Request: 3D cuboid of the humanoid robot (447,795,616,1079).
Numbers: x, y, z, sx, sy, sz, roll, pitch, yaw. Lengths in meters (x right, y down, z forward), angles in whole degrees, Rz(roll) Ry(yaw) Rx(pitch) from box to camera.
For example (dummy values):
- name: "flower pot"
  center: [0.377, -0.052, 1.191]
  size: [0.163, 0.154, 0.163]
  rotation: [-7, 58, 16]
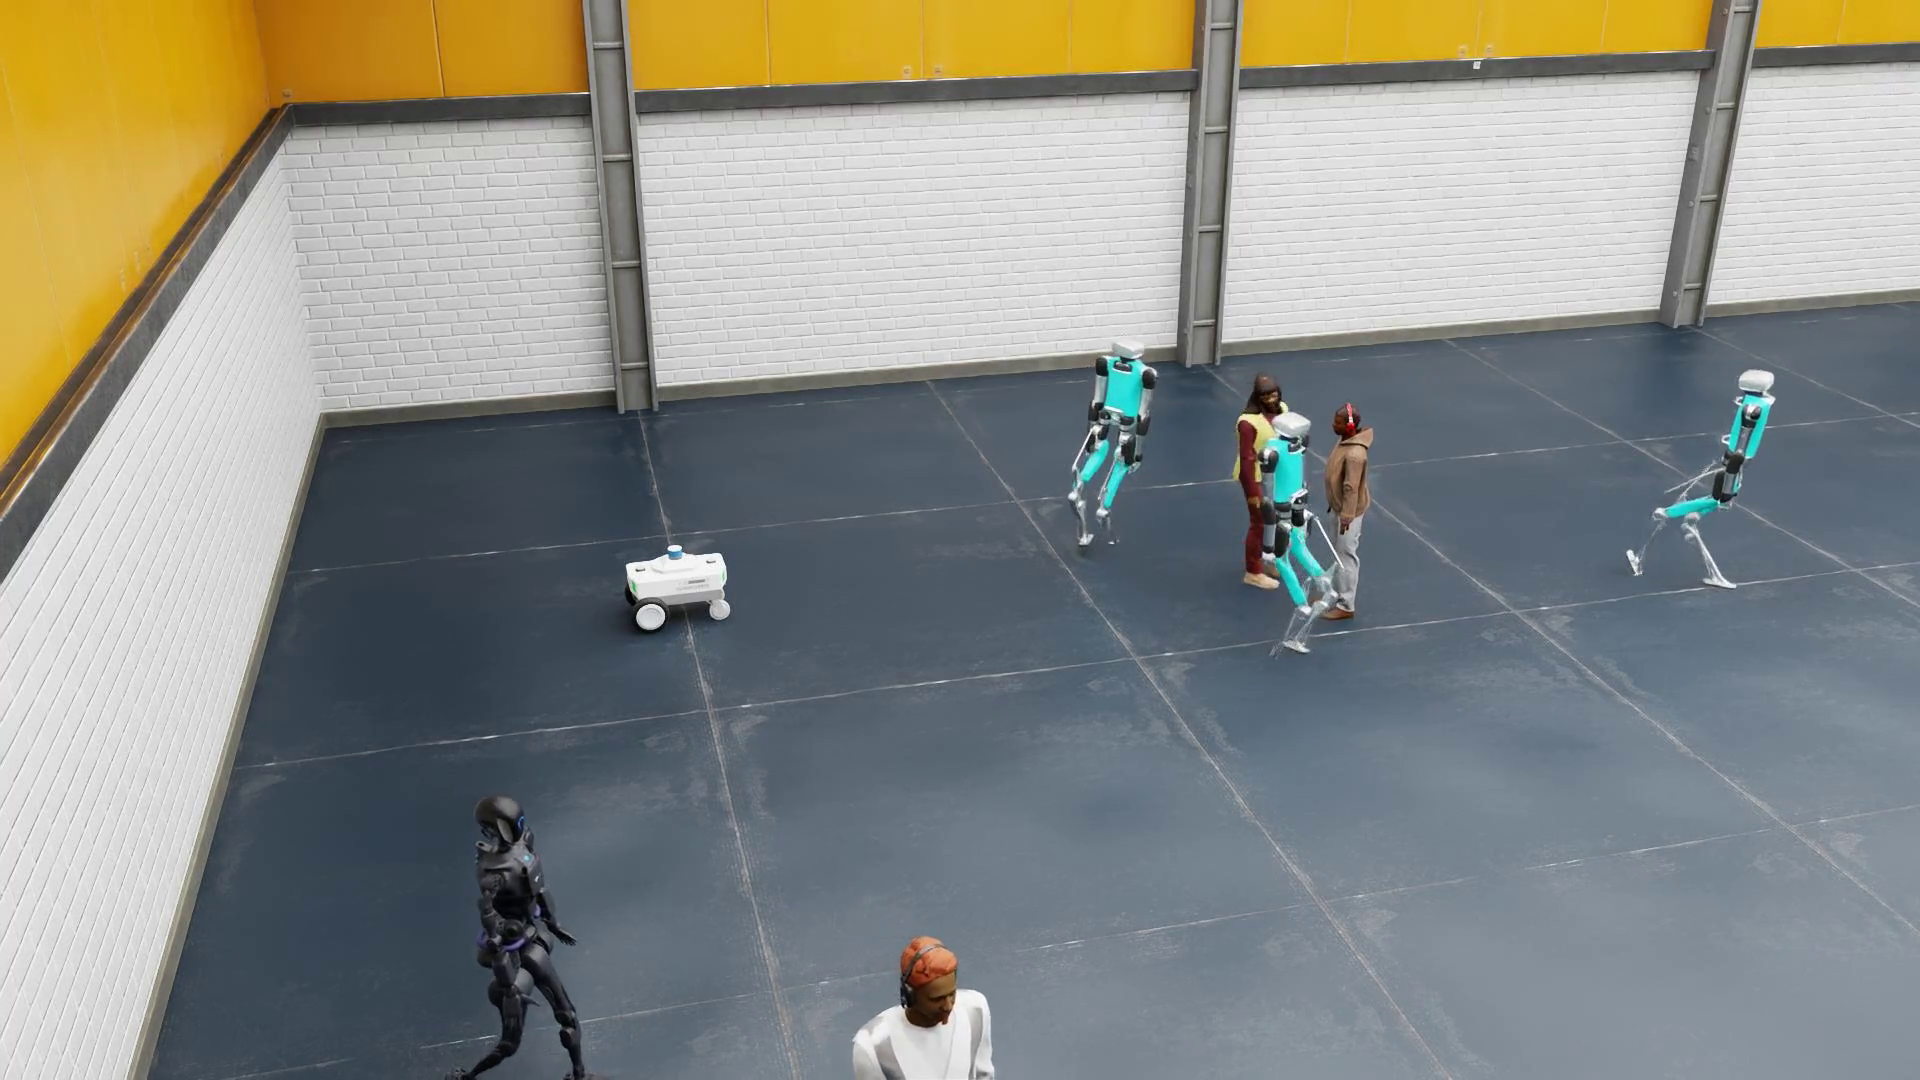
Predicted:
- name: "humanoid robot"
  center: [-1.997, 1.848, 7.477]
  size: [0.734, 1.645, 0.601]
  rotation: [3, 24, 7]

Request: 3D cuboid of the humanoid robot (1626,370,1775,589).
- name: "humanoid robot"
  center: [5.558, -0.479, 12.656]
  size: [0.931, 1.784, 0.543]
  rotation: [14, 27, 29]

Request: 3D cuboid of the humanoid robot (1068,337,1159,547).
- name: "humanoid robot"
  center: [1.128, -0.648, 13.049]
  size: [0.565, 1.797, 0.794]
  rotation: [16, 28, 32]

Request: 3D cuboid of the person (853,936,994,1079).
- name: "person"
  center: [-0.111, 2.282, 6.180]
  size: [0.575, 1.881, 0.384]
  rotation: [-13, 27, -27]

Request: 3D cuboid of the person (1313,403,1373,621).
- name: "person"
  center: [2.812, -0.211, 12.131]
  size: [0.312, 1.643, 0.453]
  rotation: [-1, 24, -3]

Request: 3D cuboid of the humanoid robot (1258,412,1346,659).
- name: "humanoid robot"
  center: [2.388, 0.043, 11.503]
  size: [0.663, 1.841, 0.543]
  rotation: [19, 30, 36]

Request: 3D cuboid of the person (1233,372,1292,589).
- name: "person"
  center: [2.301, -0.454, 12.565]
  size: [0.572, 1.748, 0.413]
  rotation: [-19, 30, -36]

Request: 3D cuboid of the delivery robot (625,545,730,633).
- name: "delivery robot"
  center: [-2.105, 0.340, 12.251]
  size: [0.804, 0.610, 0.499]
  rotation: [-7, 25, -15]
